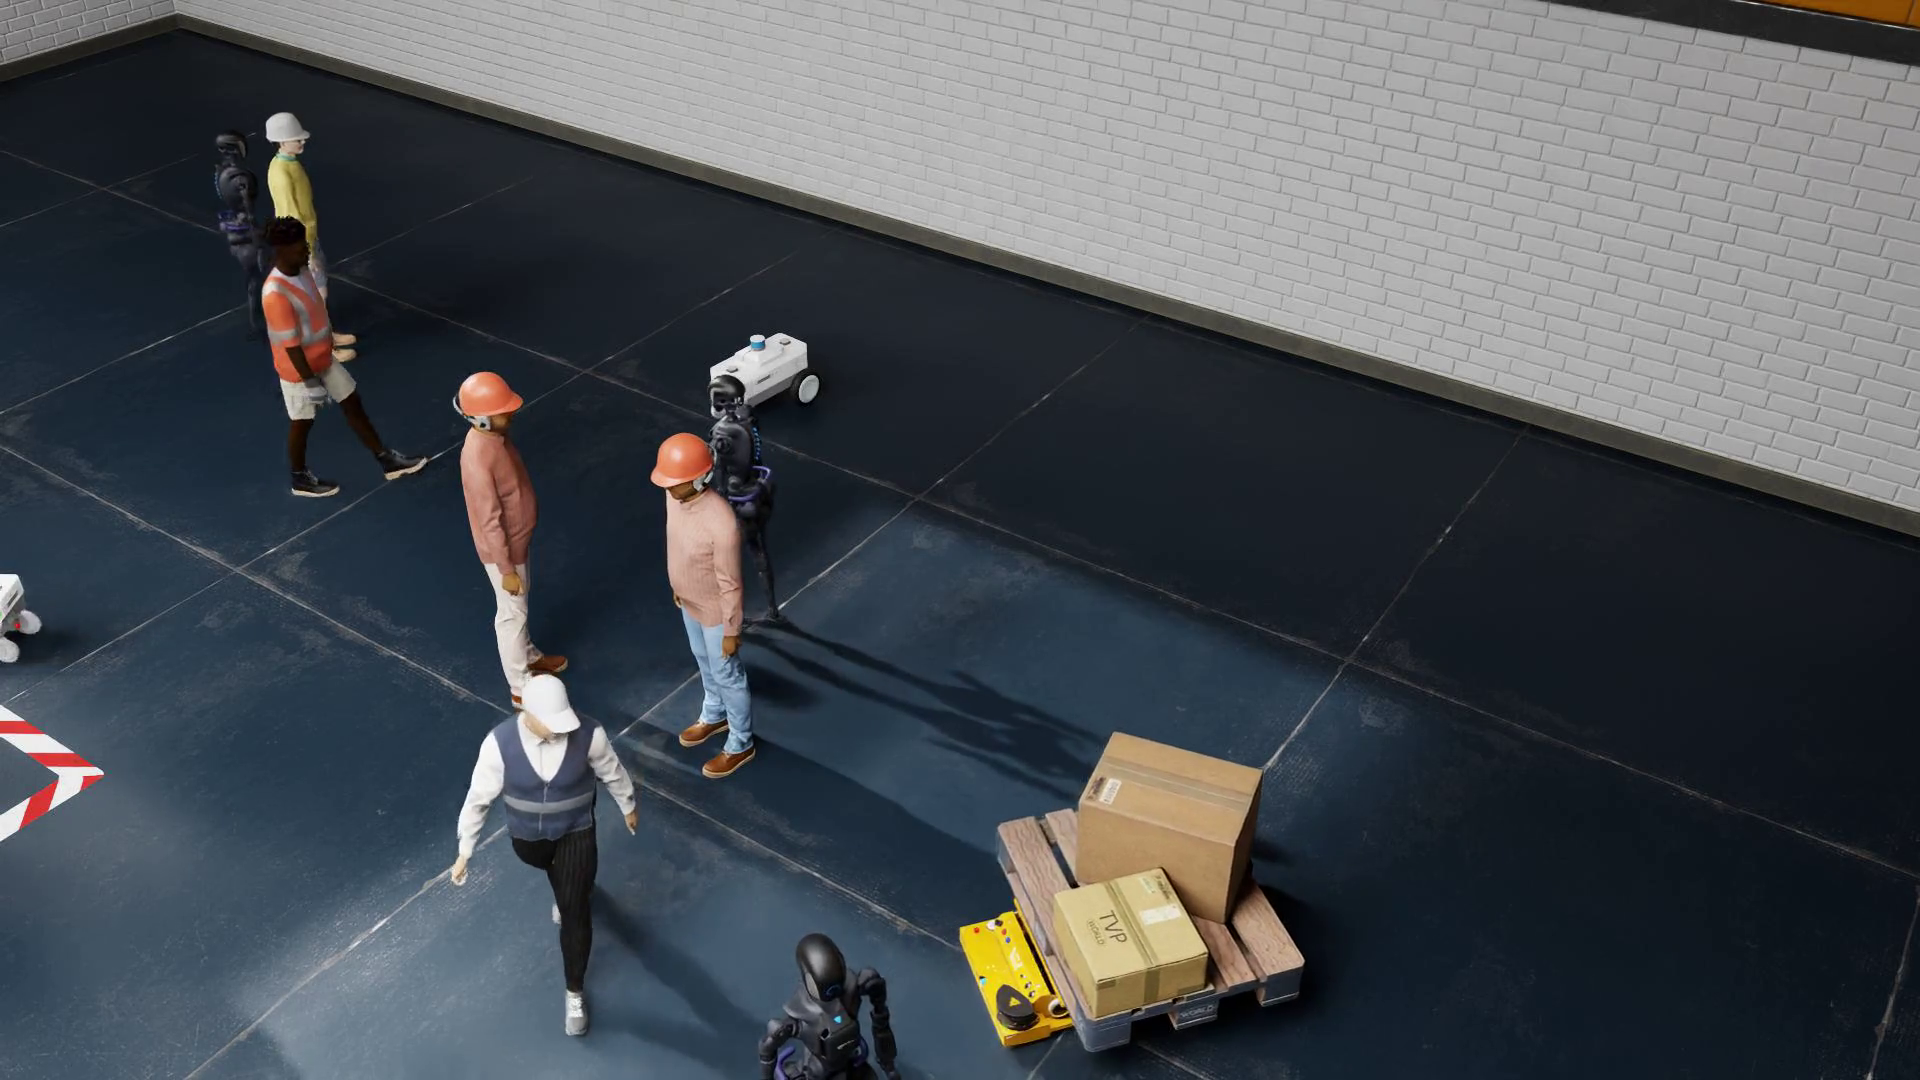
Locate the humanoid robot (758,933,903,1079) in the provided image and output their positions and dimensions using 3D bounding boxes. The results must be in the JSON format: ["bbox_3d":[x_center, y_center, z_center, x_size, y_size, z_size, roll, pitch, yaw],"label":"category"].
[{"bbox_3d":[-0.476,2.036,6.124,0.610,1.653,0.305,-24,41,-30],"label":"humanoid robot"}]

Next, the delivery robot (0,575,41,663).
[{"bbox_3d":[-5.717,0.411,9.438,0.803,0.608,0.499,0,35,0],"label":"delivery robot"}]

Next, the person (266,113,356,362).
[{"bbox_3d":[-4.708,-2.160,11.949,0.412,1.876,0.493,-8,36,-11],"label":"person"}]

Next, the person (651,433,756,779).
[{"bbox_3d":[-1.279,0.315,8.320,0.403,1.986,0.610,-22,41,-28],"label":"person"}]

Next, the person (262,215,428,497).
[{"bbox_3d":[-3.960,-1.123,10.425,0.940,1.922,0.626,0,35,0],"label":"person"}]

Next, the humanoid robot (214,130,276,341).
[{"bbox_3d":[-5.244,-2.205,12.191,0.369,1.649,0.596,-21,40,-27],"label":"humanoid robot"}]

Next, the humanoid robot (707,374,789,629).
[{"bbox_3d":[-1.216,-0.195,9.310,0.421,1.647,0.609,10,36,15],"label":"humanoid robot"}]

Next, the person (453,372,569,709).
[{"bbox_3d":[-2.366,0.006,8.751,0.376,1.995,0.610,-5,35,-7],"label":"person"}]

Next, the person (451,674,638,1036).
[{"bbox_3d":[-1.796,1.236,7.249,0.738,1.695,0.968,-2,35,-3],"label":"person"}]

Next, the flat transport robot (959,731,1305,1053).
[{"bbox_3d":[0.772,1.846,7.626,1.431,0.231,0.659,-10,36,-14],"label":"flat transport robot"}]

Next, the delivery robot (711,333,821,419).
[{"bbox_3d":[-1.390,-1.154,11.669,0.499,0.601,0.802,25,42,32],"label":"delivery robot"}]
